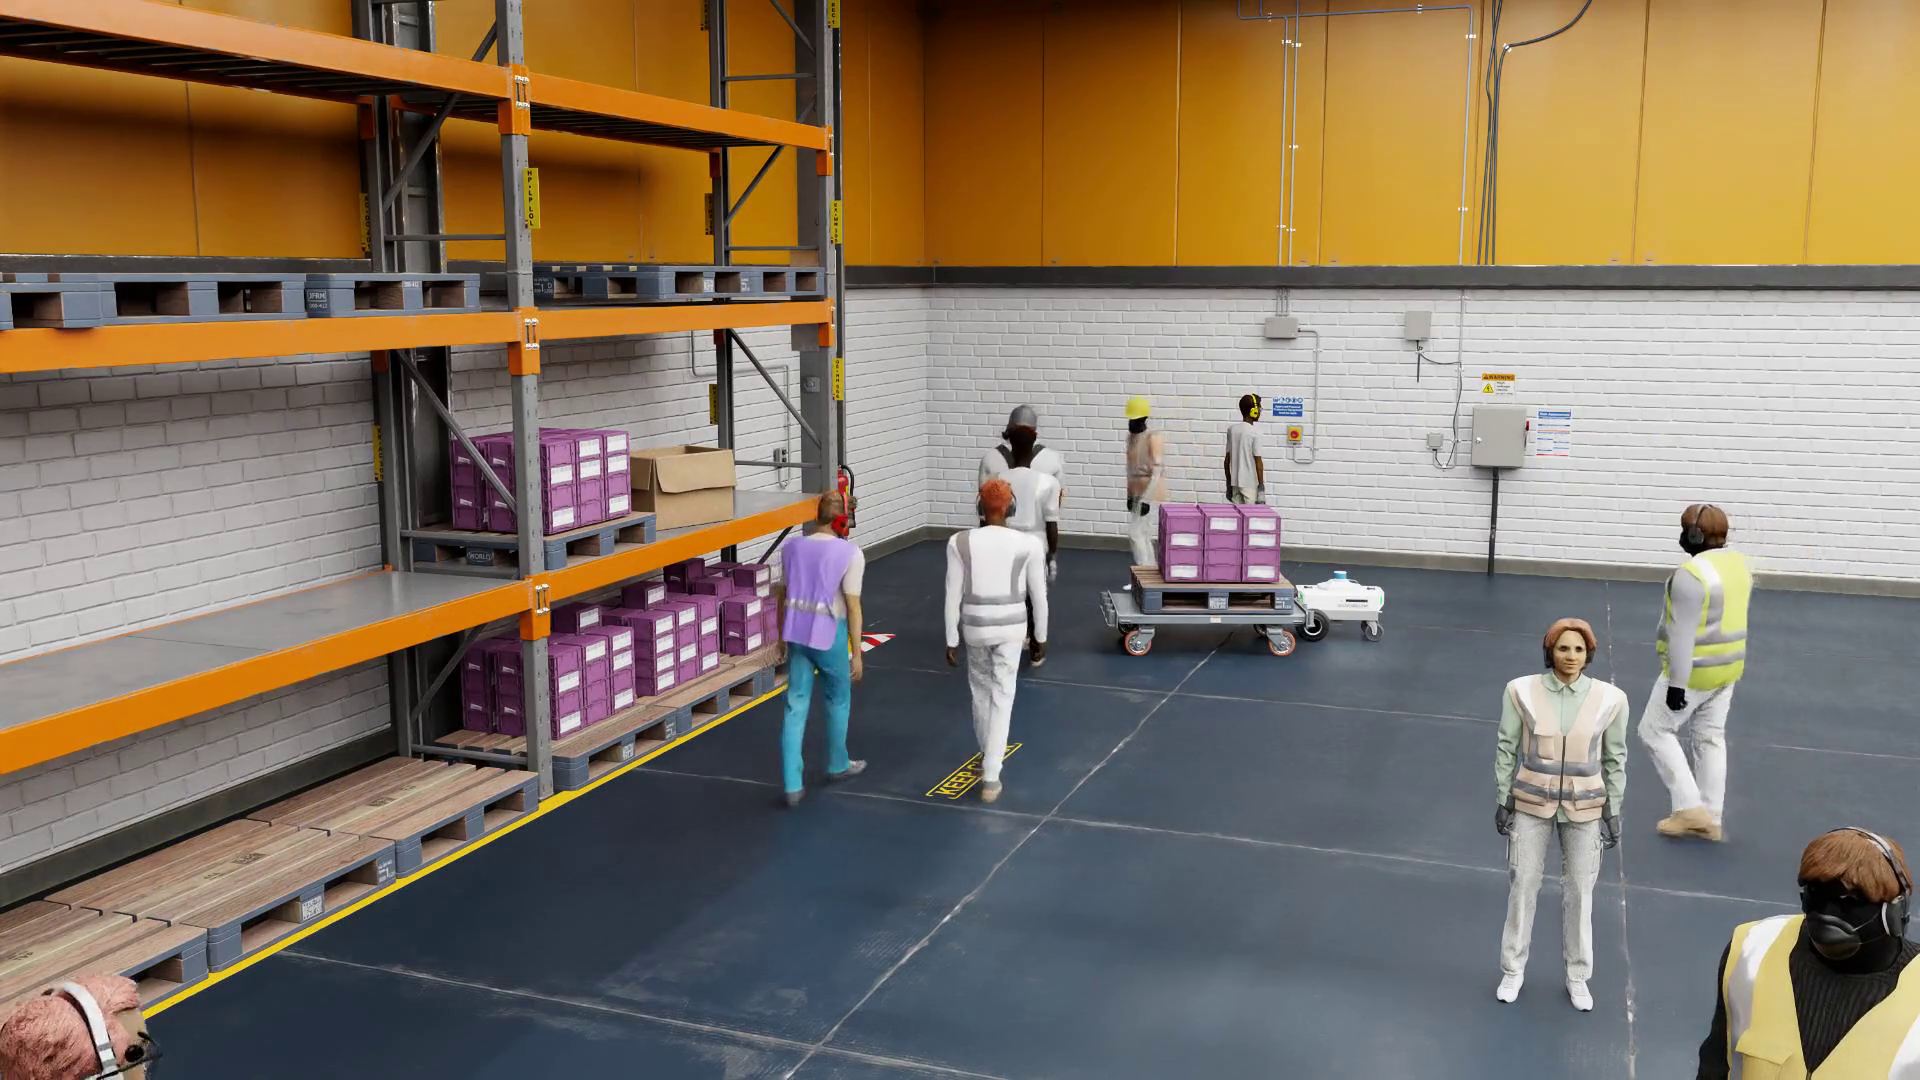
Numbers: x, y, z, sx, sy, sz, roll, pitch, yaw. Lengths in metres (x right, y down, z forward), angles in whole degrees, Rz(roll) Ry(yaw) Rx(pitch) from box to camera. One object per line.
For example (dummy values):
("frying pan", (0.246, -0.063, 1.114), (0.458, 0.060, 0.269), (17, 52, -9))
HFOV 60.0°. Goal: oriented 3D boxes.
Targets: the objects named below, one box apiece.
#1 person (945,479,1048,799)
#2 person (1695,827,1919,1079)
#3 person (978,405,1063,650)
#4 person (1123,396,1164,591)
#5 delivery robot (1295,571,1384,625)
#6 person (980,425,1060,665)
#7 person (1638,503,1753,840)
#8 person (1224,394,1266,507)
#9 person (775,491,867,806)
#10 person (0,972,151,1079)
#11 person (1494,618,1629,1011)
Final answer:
("person", (0.230, 0.546, 9.929), (0.596, 1.829, 0.979), (1, 9, 7))
("person", (1.926, 1.533, 3.717), (0.429, 1.844, 0.623), (-8, 12, -41))
("person", (0.507, -0.155, 13.687), (0.679, 2.000, 1.034), (1, 9, 7))
("person", (1.777, -0.442, 15.991), (0.567, 1.891, 0.641), (-3, 10, -20))
("delivery robot", (3.174, 0.504, 13.911), (0.707, 0.478, 0.477), (1, 9, 6))
("person", (0.448, 0.090, 12.583), (0.620, 1.911, 1.019), (2, 9, 10))
("person", (3.952, 0.713, 8.917), (0.653, 1.823, 0.450), (-7, 11, -37))
("person", (2.837, -0.518, 16.508), (0.309, 1.868, 0.534), (-6, 11, -33))
("person", (-0.800, 0.603, 9.687), (0.673, 1.785, 0.865), (5, 10, 27))
("person", (-1.459, 1.648, 2.890), (0.668, 1.880, 0.776), (4, 10, 24))
("person", (2.479, 1.124, 6.899), (0.517, 1.645, 0.308), (3, 9, 17))
